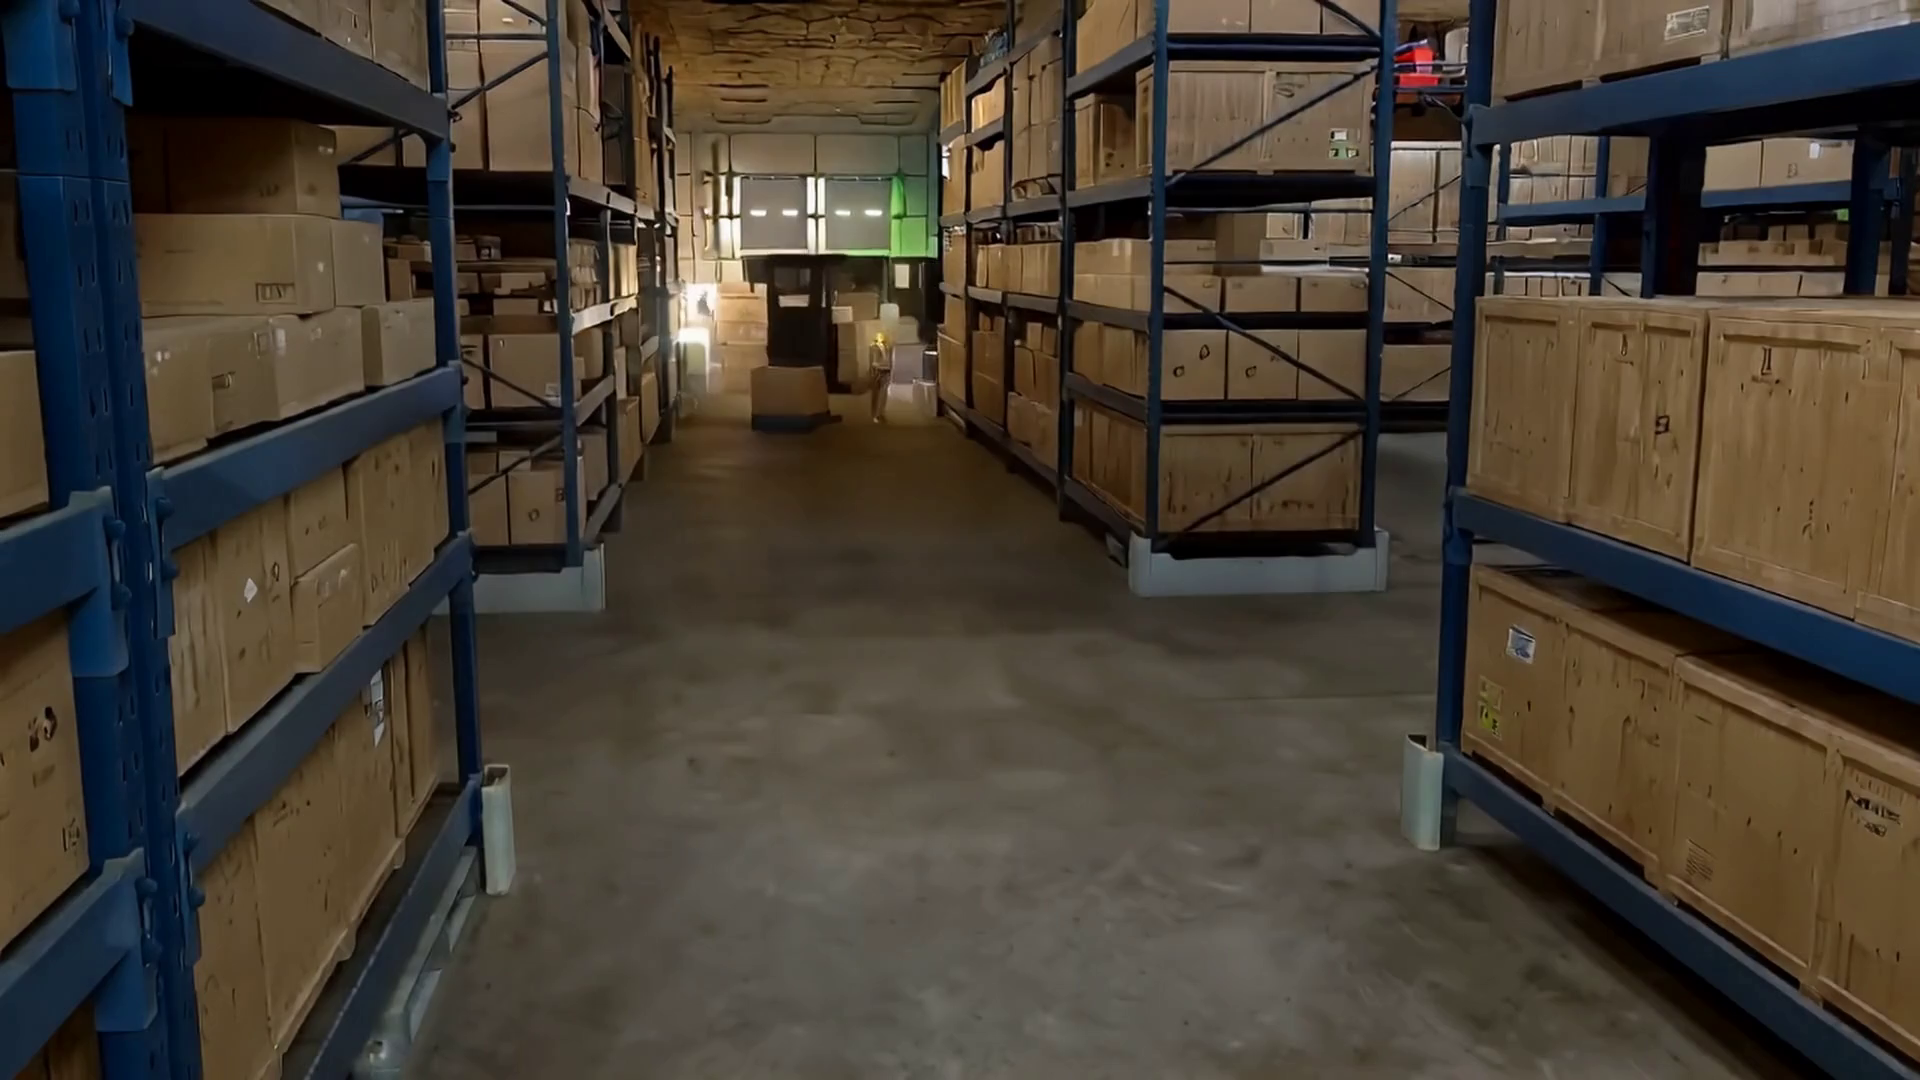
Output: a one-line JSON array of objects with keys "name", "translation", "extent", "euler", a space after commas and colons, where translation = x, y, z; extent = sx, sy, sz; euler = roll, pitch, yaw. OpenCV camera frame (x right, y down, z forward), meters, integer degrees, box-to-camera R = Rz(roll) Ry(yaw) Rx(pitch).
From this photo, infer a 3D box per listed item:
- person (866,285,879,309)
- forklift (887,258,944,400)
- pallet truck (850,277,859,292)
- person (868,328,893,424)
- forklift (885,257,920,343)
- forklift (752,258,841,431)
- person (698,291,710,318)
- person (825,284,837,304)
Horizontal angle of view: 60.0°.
[{"name": "person", "translation": [-2.847, -7.108, 52.747], "extent": [0.557, 1.924, 0.495], "euler": [-5, 11, -27]}, {"name": "forklift", "translation": [-0.511, -4.261, 33.373], "extent": [1.873, 2.768, 1.129], "euler": [-2, 10, -13]}, {"name": "pallet truck", "translation": [-3.782, -9.391, 65.808], "extent": [1.885, 1.965, 0.823], "euler": [2, 10, 10]}, {"name": "person", "translation": [-1.369, -2.824, 28.617], "extent": [0.307, 1.641, 0.513], "euler": [9, 13, 42]}, {"name": "forklift", "translation": [-1.713, -6.905, 48.766], "extent": [1.129, 2.768, 1.873], "euler": [5, 11, 26]}, {"name": "forklift", "translation": [-2.733, -3.264, 27.565], "extent": [1.129, 2.768, 1.873], "euler": [2, 10, 9]}, {"name": "person", "translation": [-7.126, -5.917, 45.888], "extent": [0.980, 1.905, 0.644], "euler": [0, 10, 1]}, {"name": "person", "translation": [-4.148, -7.487, 54.922], "extent": [0.634, 1.932, 0.365], "euler": [0, 10, -1]}]
